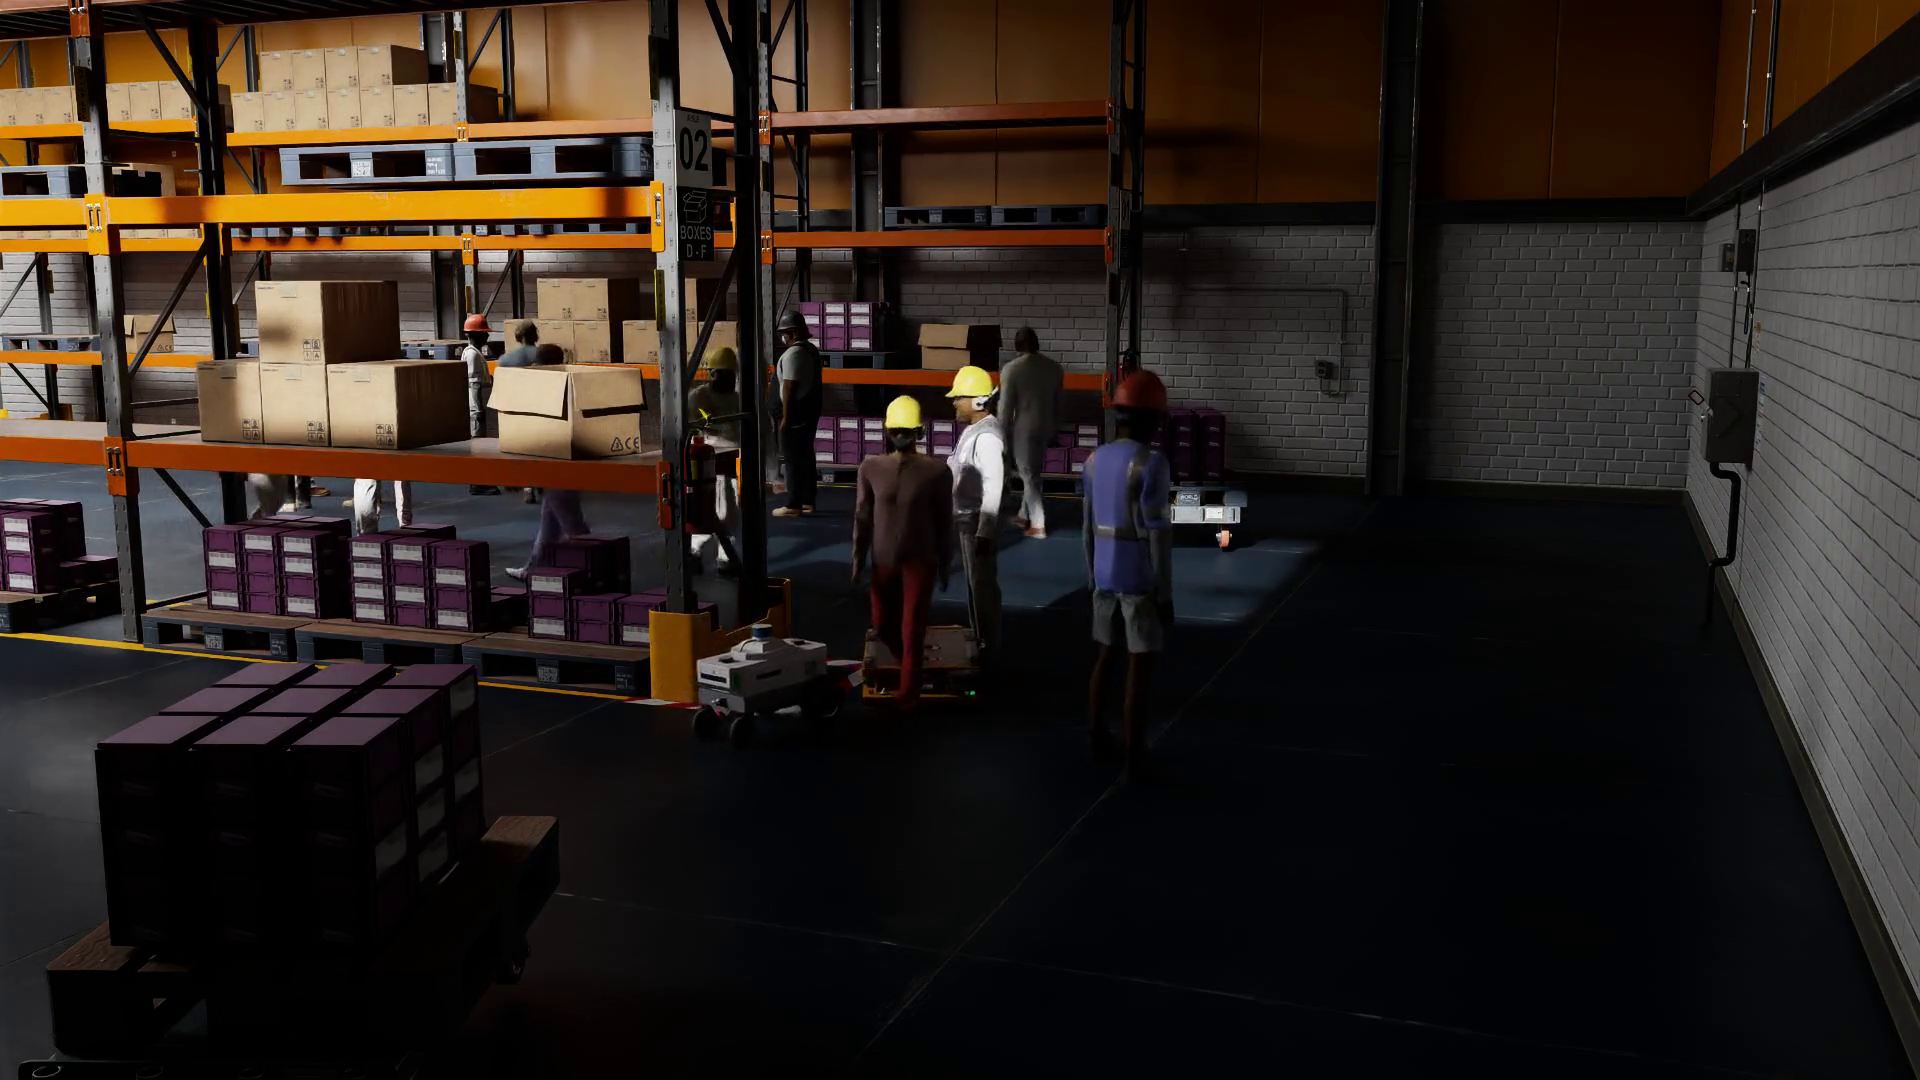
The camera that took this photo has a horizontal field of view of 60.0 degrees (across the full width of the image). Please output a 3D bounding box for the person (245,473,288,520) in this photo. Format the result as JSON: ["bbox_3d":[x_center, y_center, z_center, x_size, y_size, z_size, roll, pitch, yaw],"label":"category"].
[{"bbox_3d":[-5.865,-0.660,13.931,0.676,1.620,0.546,5,10,27],"label":"person"}]

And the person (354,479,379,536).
[{"bbox_3d":[-5.073,-0.846,14.268,0.355,1.882,0.576,-4,10,-26],"label":"person"}]

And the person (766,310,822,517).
[{"bbox_3d":[-1.627,-1.254,16.334,0.535,2.000,0.686,2,9,15],"label":"person"}]

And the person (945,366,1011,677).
[{"bbox_3d":[0.090,-0.106,9.791,0.404,1.827,0.603,-1,9,-7],"label":"person"}]

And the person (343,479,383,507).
[{"bbox_3d":[-6.138,-1.251,16.940,0.429,1.842,0.632,1,9,6],"label":"person"}]

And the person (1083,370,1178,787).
[{"bbox_3d":[0.809,0.166,7.785,0.377,1.935,0.549,-6,11,-34],"label":"person"}]

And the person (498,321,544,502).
[{"bbox_3d":[-4.519,-1.353,17.484,0.639,1.885,1.052,-3,10,-19],"label":"person"}]

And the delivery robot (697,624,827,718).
[{"bbox_3d":[-1.016,0.676,8.571,0.477,0.478,0.707,7,12,38],"label":"delivery robot"}]

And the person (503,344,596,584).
[{"bbox_3d":[-3.001,-0.518,12.312,0.989,1.853,0.646,3,9,16],"label":"person"}]

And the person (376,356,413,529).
[{"bbox_3d":[-5.109,-0.989,14.810,0.623,1.992,0.392,-4,10,-24],"label":"person"}]

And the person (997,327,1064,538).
[{"bbox_3d":[0.604,-0.987,15.139,0.648,1.895,0.778,-5,11,-31],"label":"person"}]

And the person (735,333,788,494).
[{"bbox_3d":[-2.127,-1.356,17.694,0.866,1.803,0.654,4,10,25],"label":"person"}]

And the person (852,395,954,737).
[{"bbox_3d":[-0.280,0.098,8.750,0.528,1.743,0.738,2,9,15],"label":"person"}]

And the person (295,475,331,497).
[{"bbox_3d":[-6.960,-1.425,17.730,0.374,1.936,0.642,-5,10,-28],"label":"person"}]

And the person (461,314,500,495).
[{"bbox_3d":[-5.160,-1.446,17.860,0.355,1.938,0.545,-3,10,-18],"label":"person"}]

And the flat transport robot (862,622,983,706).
[{"bbox_3d":[-0.221,0.697,9.617,0.652,0.197,1.431,0,9,-1],"label":"flat transport robot"}]

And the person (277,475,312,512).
[{"bbox_3d":[-6.734,-1.200,16.607,0.327,1.843,0.516,3,10,19],"label":"person"}]

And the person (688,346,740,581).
[{"bbox_3d":[-1.859,-0.576,12.764,0.456,1.815,0.612,6,11,32],"label":"person"}]
